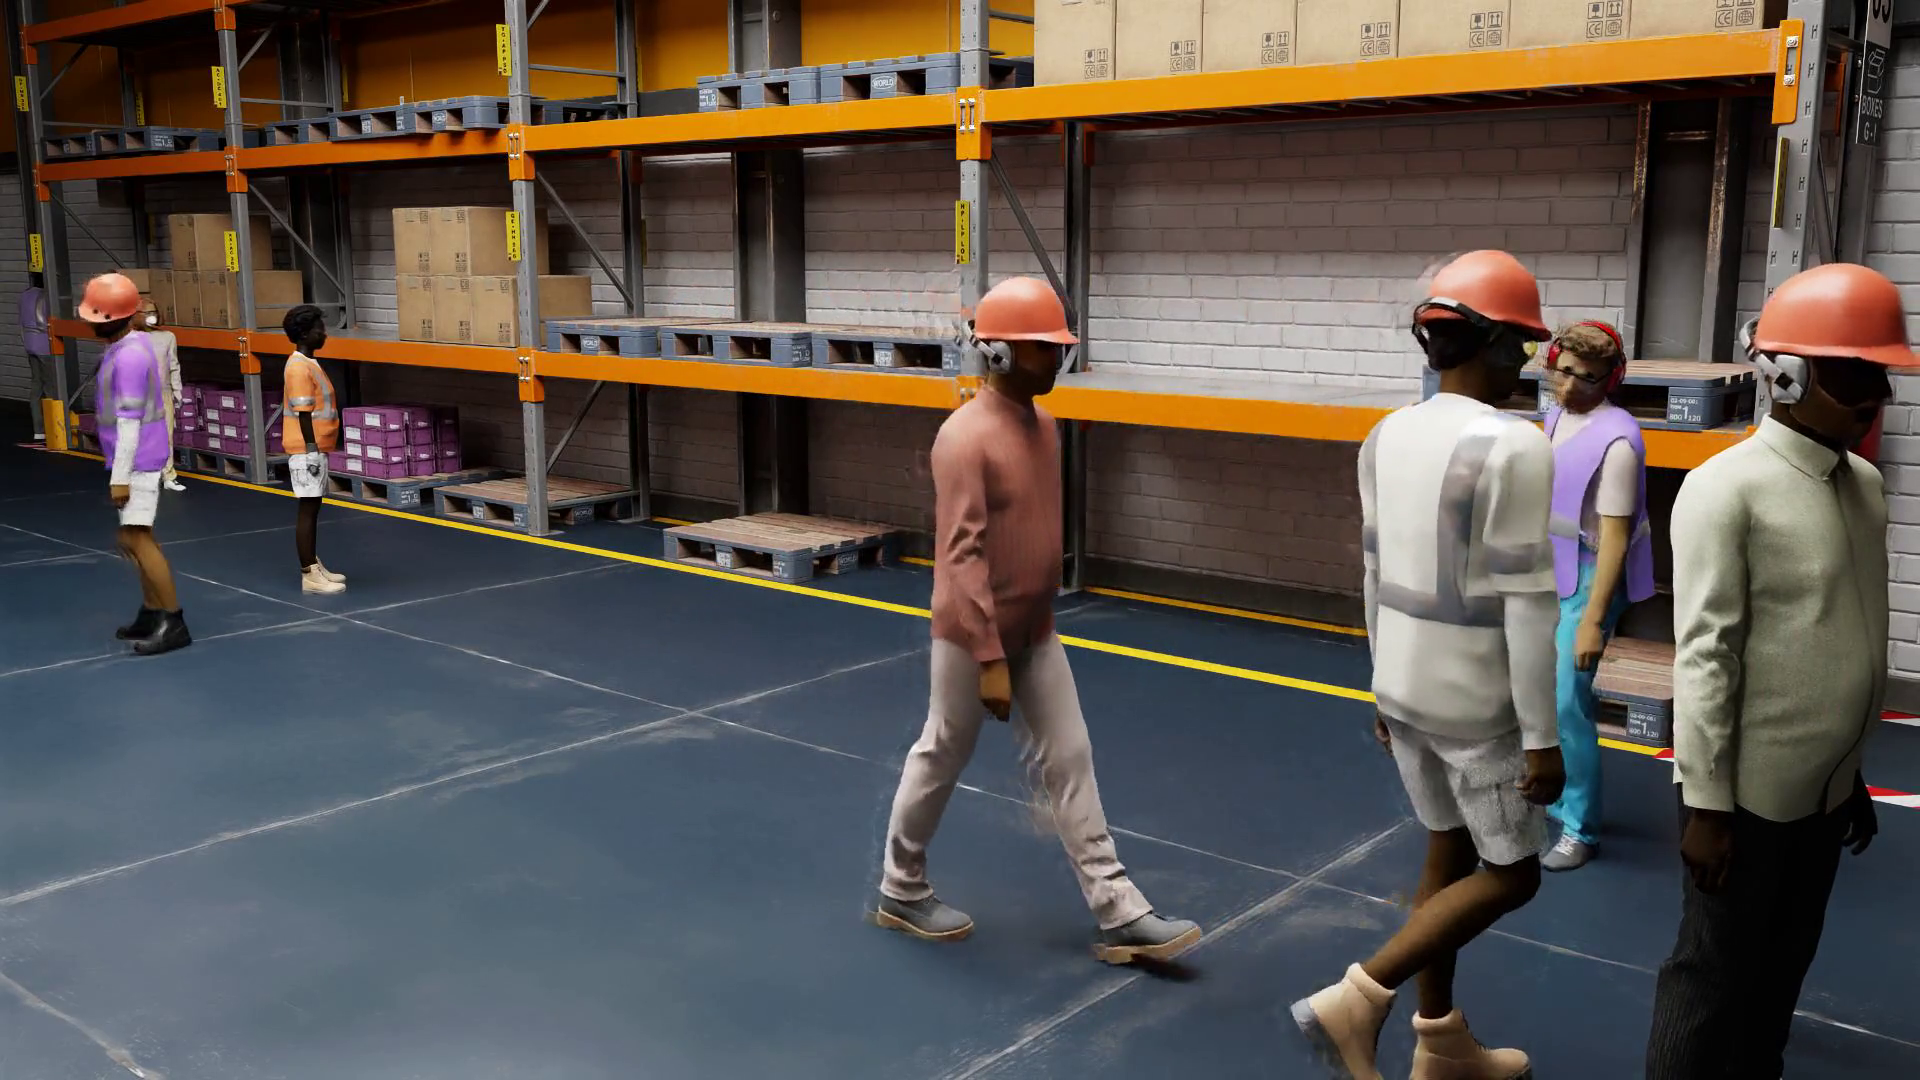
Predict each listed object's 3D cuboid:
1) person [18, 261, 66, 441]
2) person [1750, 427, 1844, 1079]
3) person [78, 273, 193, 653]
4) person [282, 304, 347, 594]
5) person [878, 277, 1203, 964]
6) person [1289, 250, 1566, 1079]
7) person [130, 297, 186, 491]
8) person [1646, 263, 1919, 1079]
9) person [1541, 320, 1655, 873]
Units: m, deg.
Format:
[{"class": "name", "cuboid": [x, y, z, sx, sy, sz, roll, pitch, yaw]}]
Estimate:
[{"class": "person", "cuboid": [-9.604, -1.994, 17.464, 0.589, 1.924, 0.383, 6, 11, 30]}, {"class": "person", "cuboid": [1.968, 0.499, 4.097, 0.269, 1.632, 0.504, 6, 12, 31]}, {"class": "person", "cuboid": [-4.140, -0.378, 8.369, 0.387, 1.894, 0.662, -4, 11, -22]}, {"class": "person", "cuboid": [-3.812, -0.532, 9.787, 0.319, 1.698, 0.532, -3, 10, -18]}, {"class": "person", "cuboid": [0.164, 0.247, 4.655, 1.013, 1.936, 0.649, 6, 12, 31]}, {"class": "person", "cuboid": [1.085, 0.356, 3.816, 0.579, 2.019, 0.634, -3, 10, -16]}, {"class": "person", "cuboid": [-6.674, -1.190, 13.745, 0.281, 1.625, 0.497, 8, 13, 37]}, {"class": "person", "cuboid": [1.611, 0.463, 3.276, 0.611, 1.994, 0.379, -7, 12, -36]}, {"class": "person", "cuboid": [2.054, 0.172, 5.507, 0.380, 1.799, 0.789, 1, 10, 8]}]
